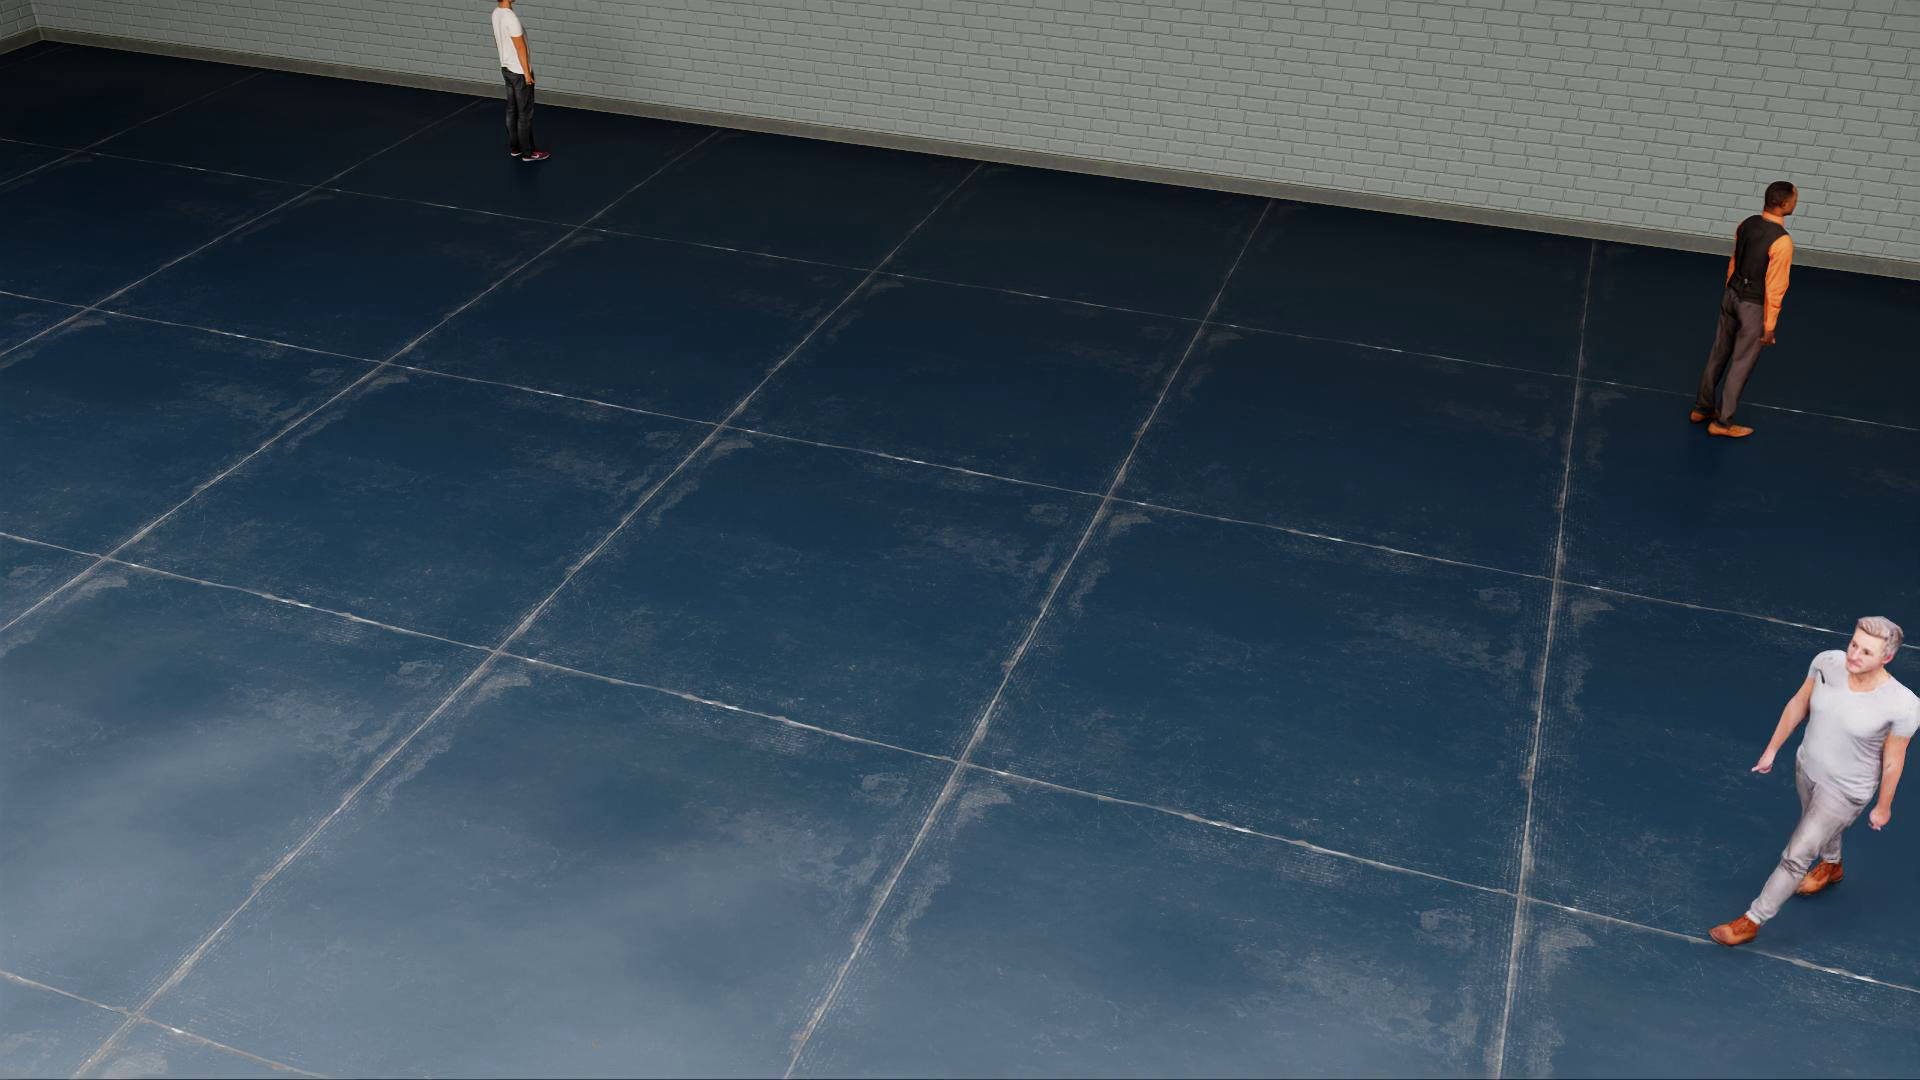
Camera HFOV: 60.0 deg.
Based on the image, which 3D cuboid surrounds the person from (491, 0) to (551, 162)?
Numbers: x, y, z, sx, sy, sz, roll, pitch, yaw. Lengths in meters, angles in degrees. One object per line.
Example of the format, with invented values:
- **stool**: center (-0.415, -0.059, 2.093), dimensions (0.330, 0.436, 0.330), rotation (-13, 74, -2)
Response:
- **person**: center (-4.491, -4.747, 16.778), dimensions (0.706, 1.804, 0.718), rotation (-25, 41, -33)

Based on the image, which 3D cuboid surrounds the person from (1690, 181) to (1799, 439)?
- **person**: center (5.646, -1.656, 11.930), dimensions (0.853, 1.907, 0.745), rotation (-7, 34, -11)

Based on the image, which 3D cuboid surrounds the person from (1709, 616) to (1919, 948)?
- **person**: center (4.156, 1.098, 7.816), dimensions (1.276, 1.775, 1.233), rotation (-13, 35, -19)
